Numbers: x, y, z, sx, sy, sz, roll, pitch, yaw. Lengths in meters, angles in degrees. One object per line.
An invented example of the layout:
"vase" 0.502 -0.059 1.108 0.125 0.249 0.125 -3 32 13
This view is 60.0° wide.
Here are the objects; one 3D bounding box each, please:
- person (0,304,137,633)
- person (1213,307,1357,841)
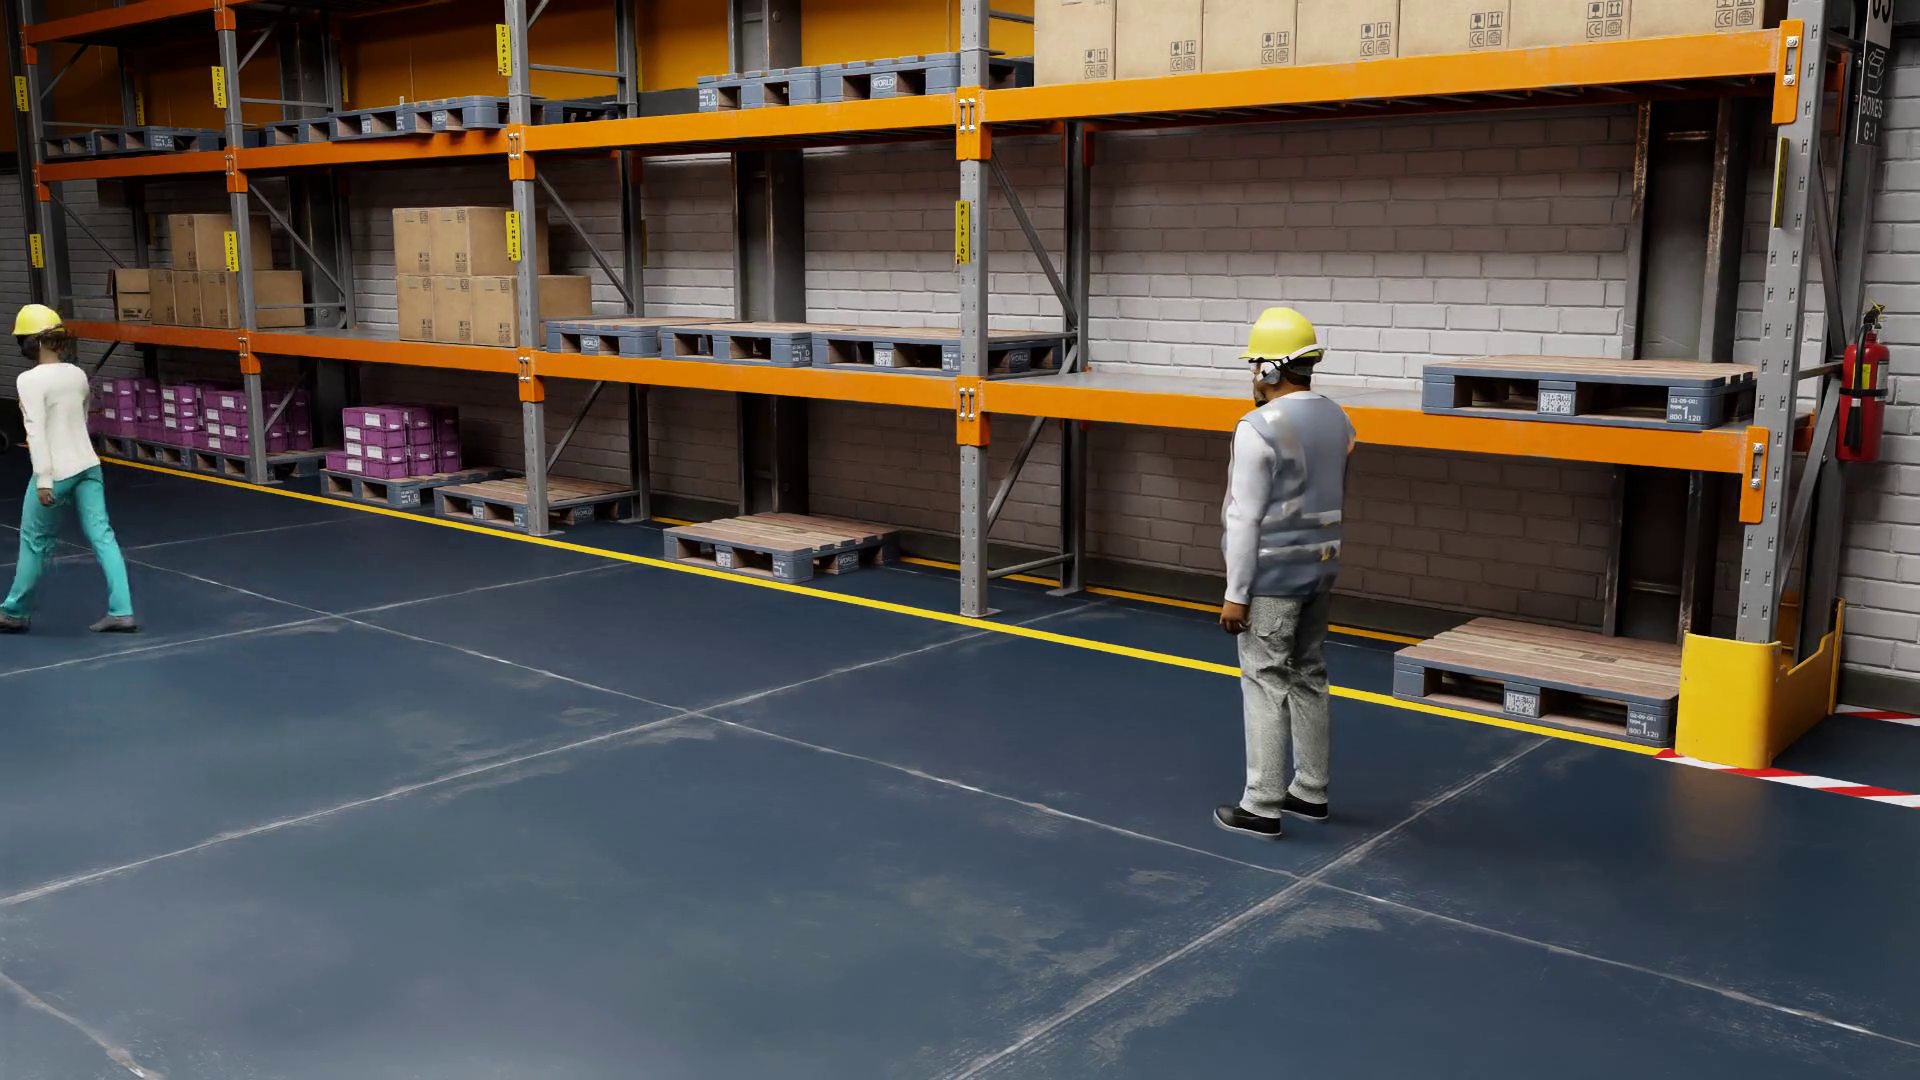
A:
"person" -4.758 -0.356 8.687 0.877 1.720 0.545 2 10 9
"person" 1.104 0.119 5.739 0.404 1.824 0.586 10 14 44
